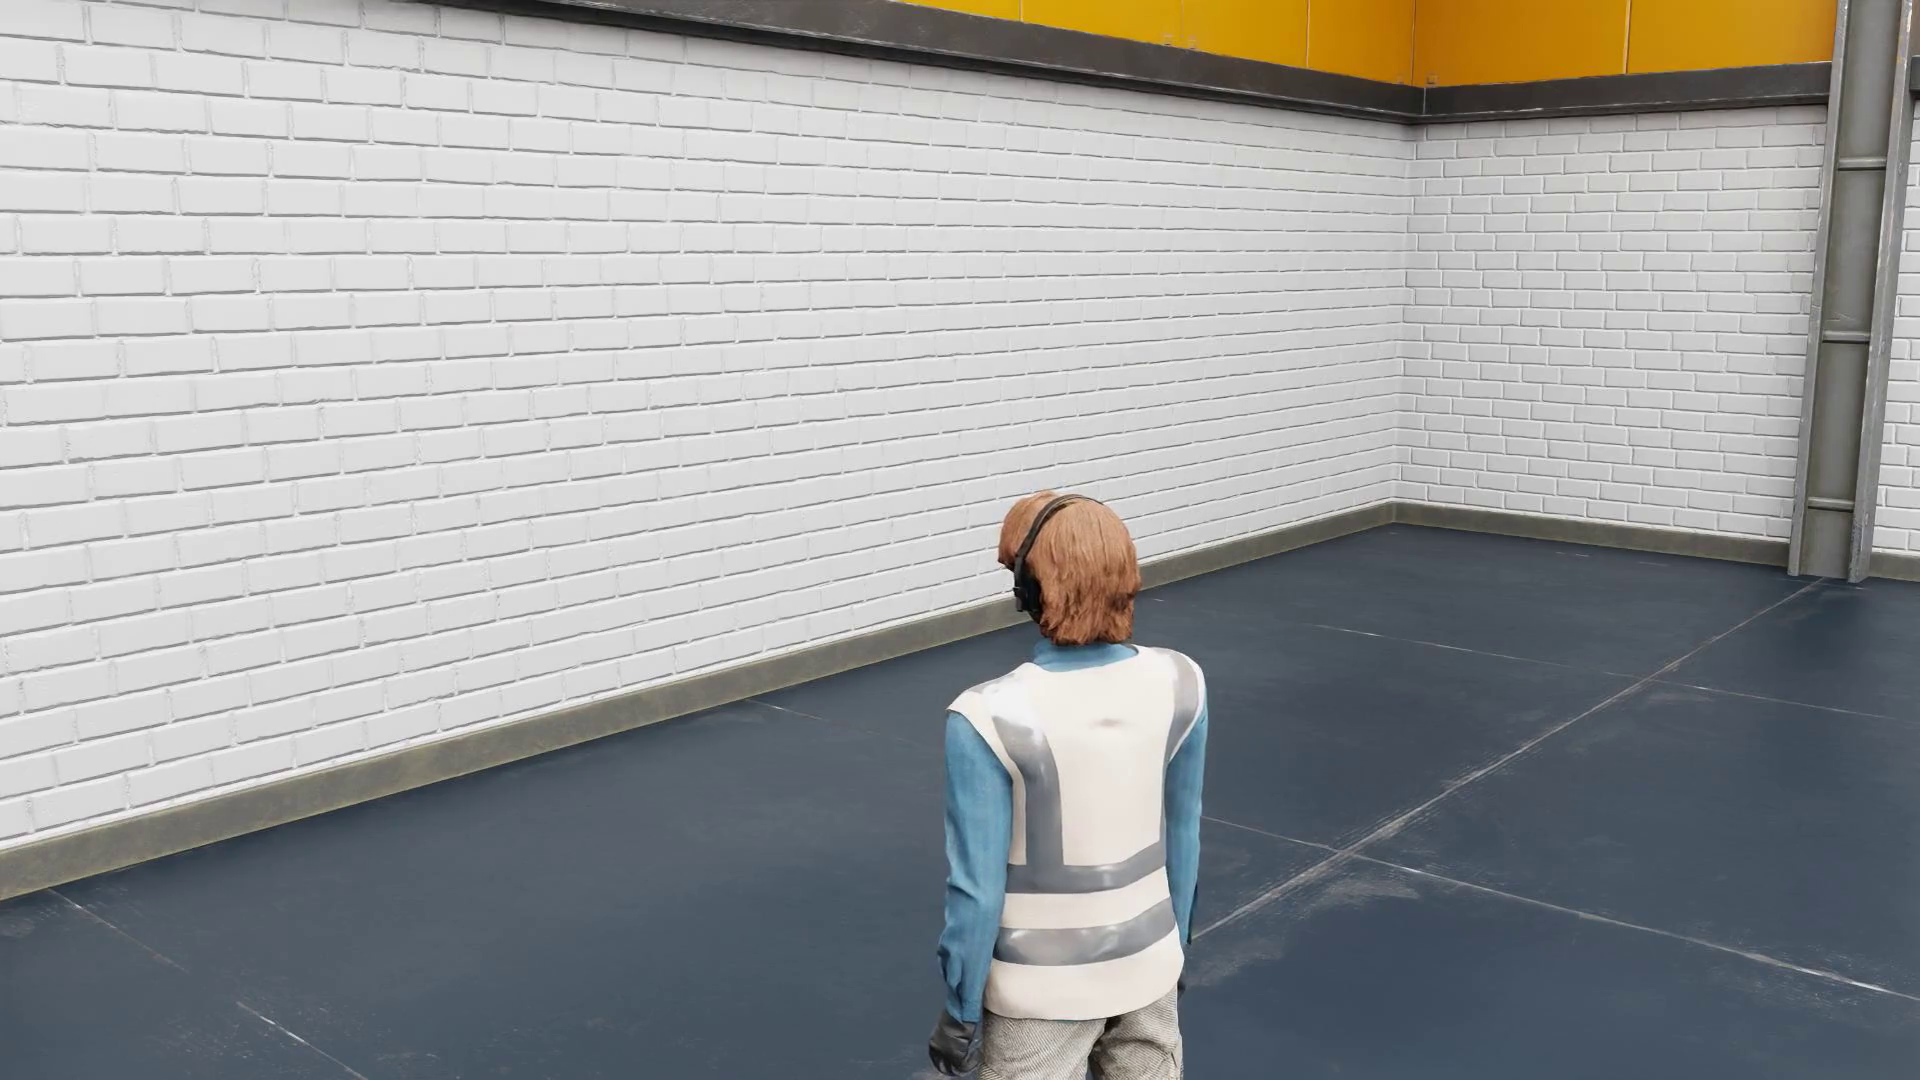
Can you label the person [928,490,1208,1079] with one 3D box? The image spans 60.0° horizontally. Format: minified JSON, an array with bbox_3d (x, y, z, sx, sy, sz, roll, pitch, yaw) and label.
[{"bbox_3d":[0.186,0.736,2.734,0.513,1.639,0.308,-6,12,-32],"label":"person"}]
